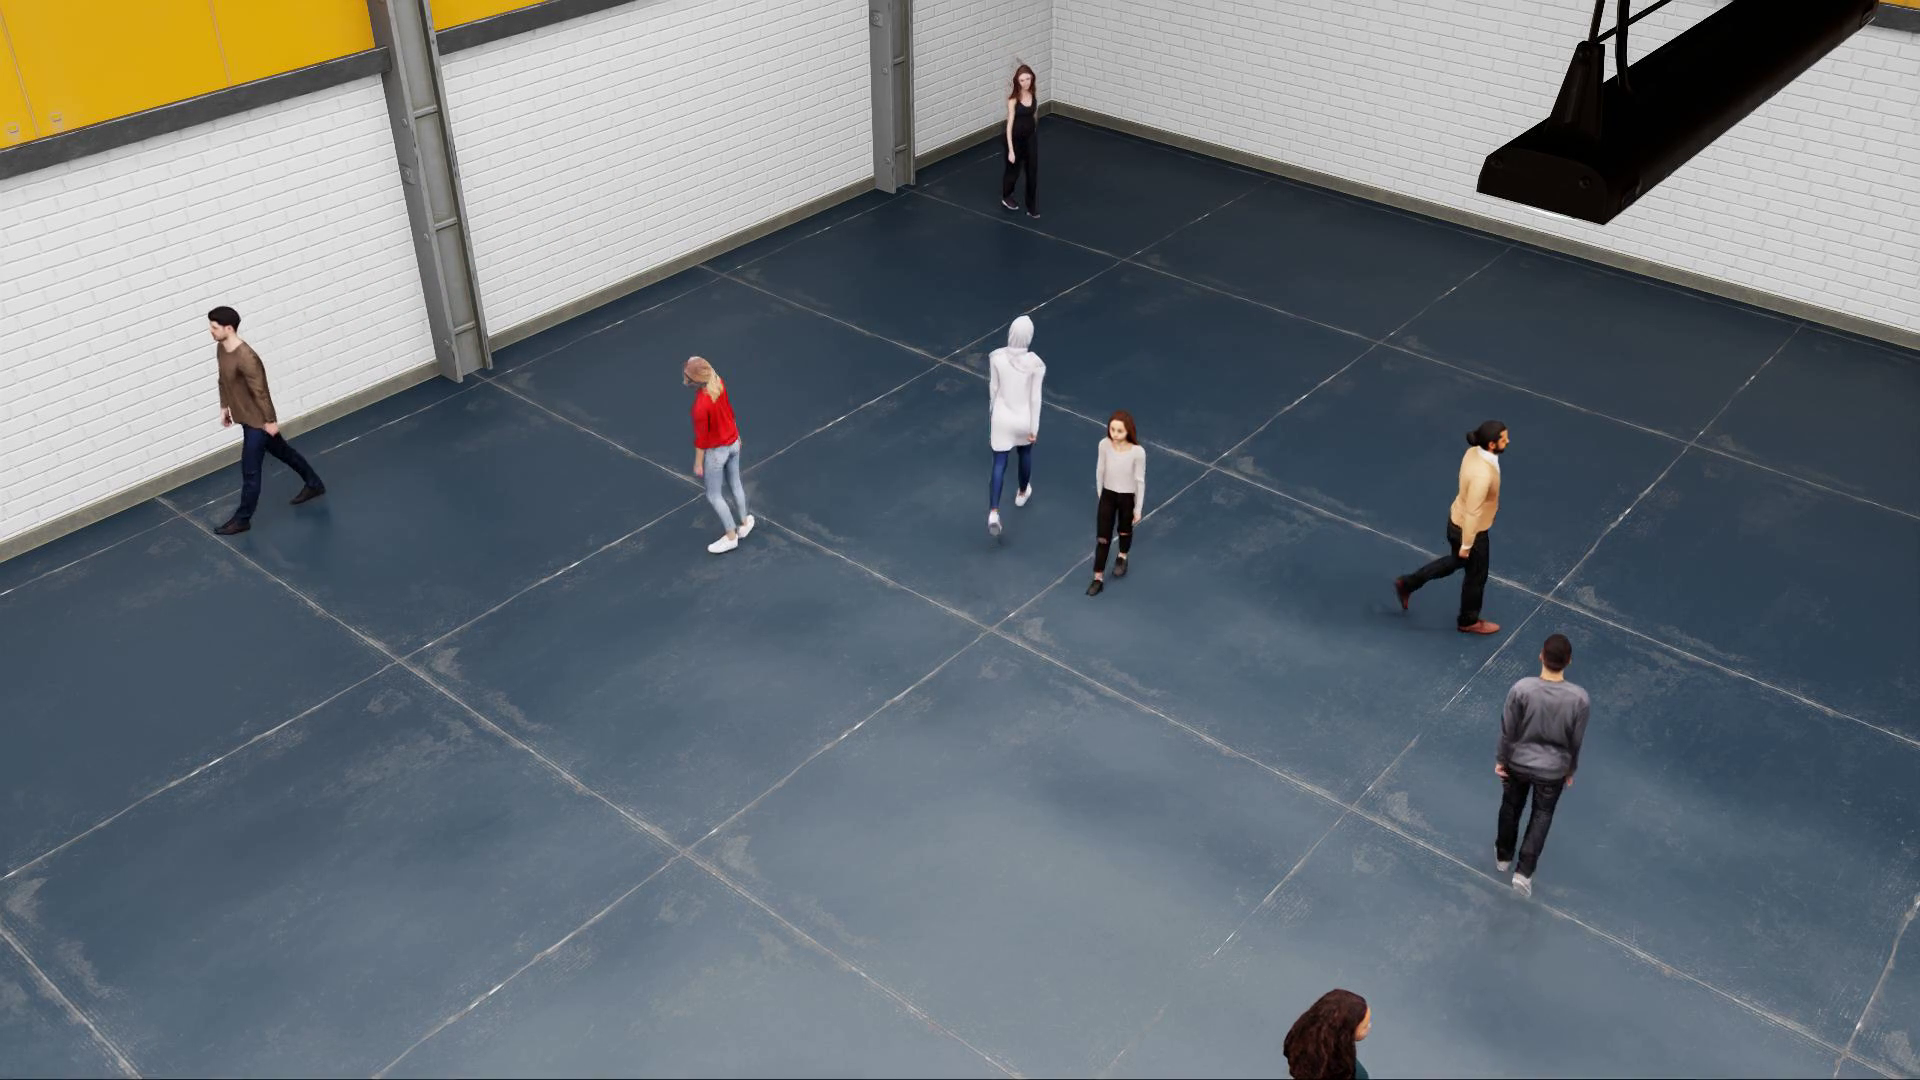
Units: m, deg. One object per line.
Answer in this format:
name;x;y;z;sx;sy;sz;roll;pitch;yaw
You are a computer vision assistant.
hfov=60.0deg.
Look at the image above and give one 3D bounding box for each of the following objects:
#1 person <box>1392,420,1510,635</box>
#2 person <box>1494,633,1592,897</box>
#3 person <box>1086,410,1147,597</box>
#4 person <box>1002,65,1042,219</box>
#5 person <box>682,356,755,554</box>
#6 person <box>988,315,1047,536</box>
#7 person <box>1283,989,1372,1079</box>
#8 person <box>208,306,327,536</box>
person;3.522;-0.099;11.734;1.032;1.738;1.082;6;34;9
person;3.314;1.331;9.571;0.799;1.751;0.957;11;35;16
person;1.214;-0.339;12.350;0.745;1.456;0.960;10;35;15
person;0.632;-4.399;18.242;0.968;1.696;0.886;-20;39;-28
person;-1.793;-0.707;12.699;0.859;1.682;0.628;19;38;26
person;0.386;-0.866;12.887;0.950;1.740;1.212;8;34;12
person;1.655;2.682;7.661;0.741;1.615;0.705;-10;35;-15
person;-5.424;-0.982;12.973;1.192;1.838;0.736;-28;43;-36
